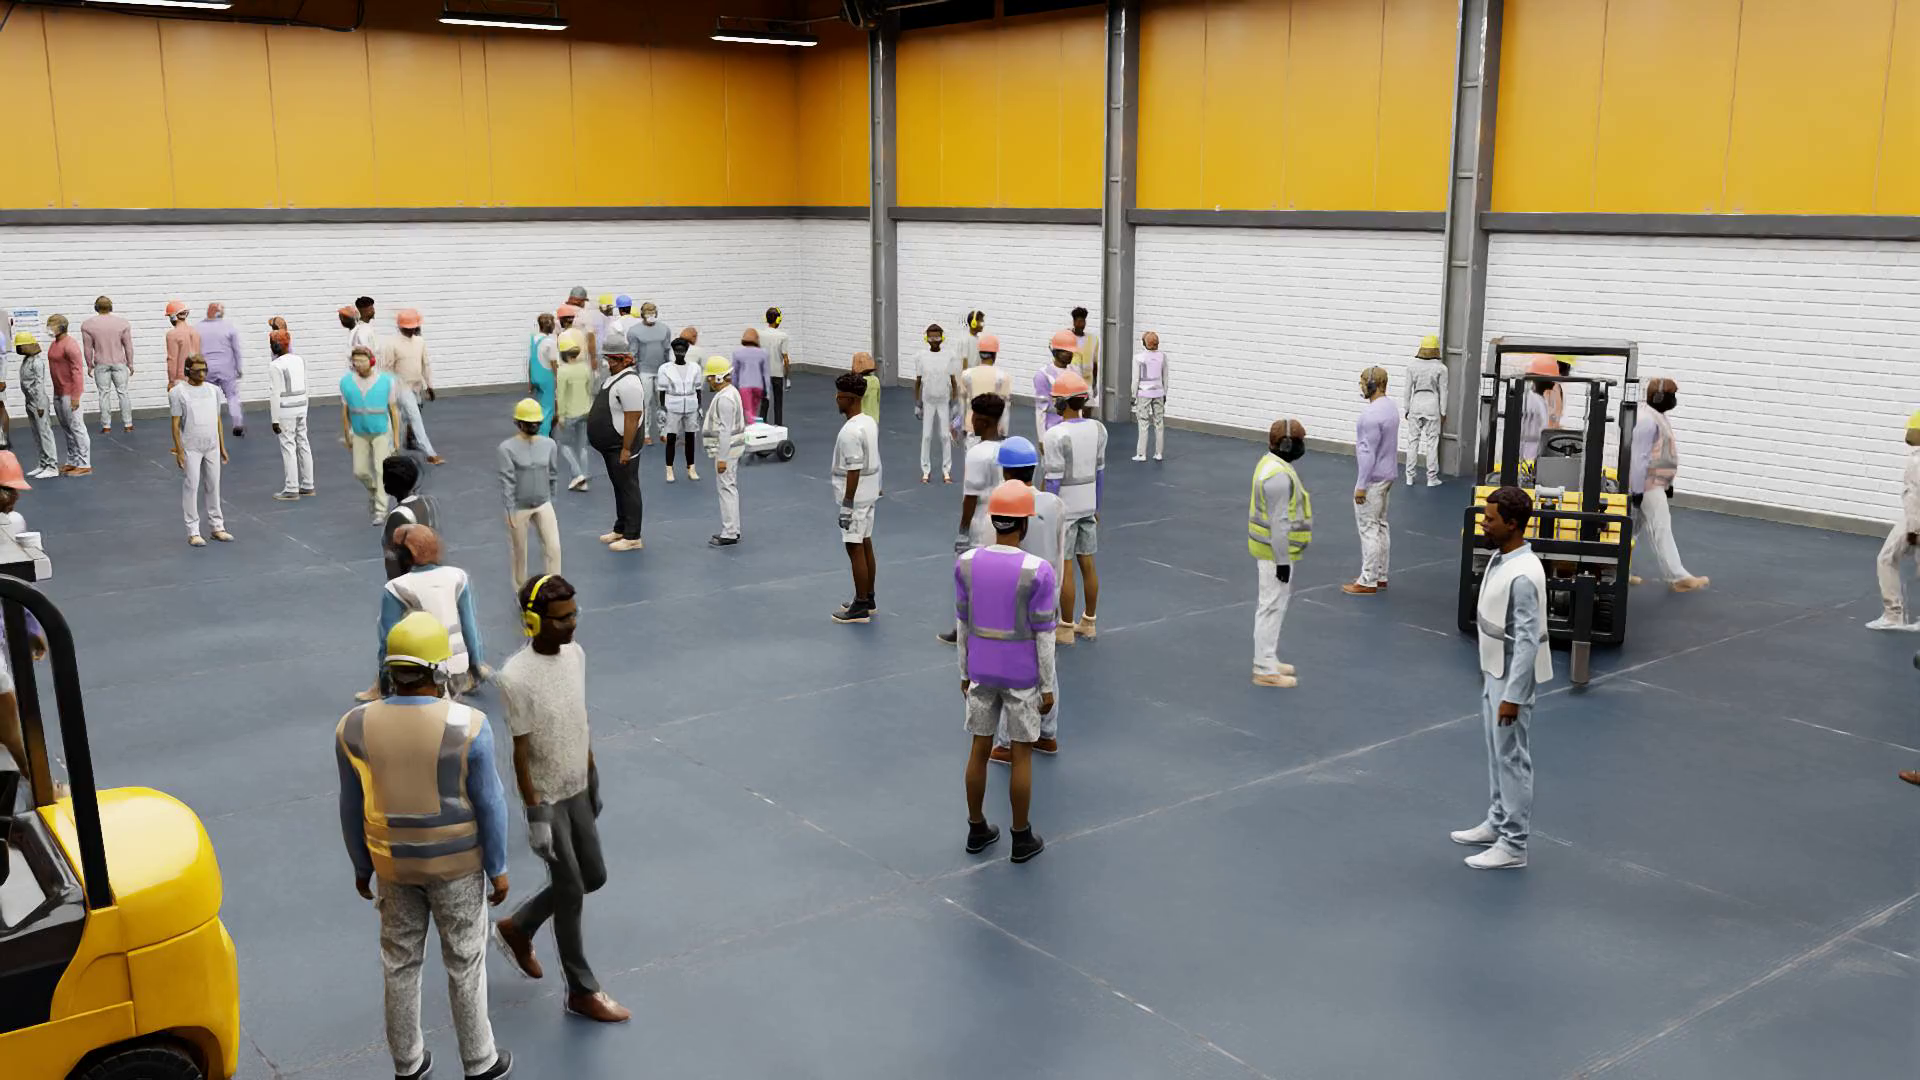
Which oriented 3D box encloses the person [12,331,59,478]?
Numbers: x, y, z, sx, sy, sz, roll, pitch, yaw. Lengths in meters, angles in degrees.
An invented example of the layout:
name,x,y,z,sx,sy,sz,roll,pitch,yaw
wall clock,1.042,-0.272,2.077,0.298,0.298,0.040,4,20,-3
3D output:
name,x,y,z,sx,sy,sz,roll,pitch,yaw
person,-10.992,-1.606,19.735,0.484,1.737,0.322,11,16,42

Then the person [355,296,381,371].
name,x,y,z,sx,sy,sz,roll,pitch,yaw
person,-8.118,-2.361,22.814,0.366,1.967,0.603,-2,12,-9

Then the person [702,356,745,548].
name,x,y,z,sx,sy,sz,roll,pitch,yaw
person,-2.249,-0.840,15.846,0.403,1.817,0.601,-1,12,-5

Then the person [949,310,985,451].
name,x,y,z,sx,sy,sz,roll,pitch,yaw
person,0.091,-2.073,21.723,0.526,1.851,0.531,5,13,22

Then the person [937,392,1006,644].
name,x,y,z,sx,sy,sz,roll,pitch,yaw
person,0.258,-0.108,12.040,0.942,1.938,0.613,6,13,26

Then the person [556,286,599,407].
name,x,y,z,sx,sy,sz,roll,pitch,yaw
person,-5.564,-2.730,24.421,0.693,2.000,0.535,8,14,35

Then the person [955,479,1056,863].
name,x,y,z,sx,sy,sz,roll,pitch,yaw
person,0.238,0.656,8.346,0.544,1.930,0.389,6,13,28

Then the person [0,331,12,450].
name,x,y,z,sx,sy,sz,roll,pitch,yaw
person,-12.778,-2.145,21.844,0.543,1.939,0.356,2,12,7

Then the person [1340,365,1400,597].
name,x,y,z,sx,sy,sz,roll,pitch,yaw
person,3.456,-0.494,13.909,0.383,1.929,0.634,7,13,29

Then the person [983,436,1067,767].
name,x,y,z,sx,sy,sz,roll,pitch,yaw
person,0.360,0.358,9.757,0.611,1.938,0.416,-10,15,-40

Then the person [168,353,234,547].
name,x,y,z,sx,sy,sz,roll,pitch,yaw
person,-7.259,-0.869,15.913,0.346,1.844,0.507,8,14,35

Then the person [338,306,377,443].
name,x,y,z,sx,sy,sz,roll,pitch,yaw
person,-8.156,-2.220,22.411,0.795,1.846,0.595,-7,14,-32

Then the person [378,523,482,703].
name,x,y,z,sx,sy,sz,roll,pitch,yaw
person,-2.823,0.702,8.942,0.875,1.587,0.523,9,15,37

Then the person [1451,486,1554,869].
name,x,y,z,sx,sy,sz,roll,pitch,yaw
person,2.720,0.681,8.243,0.394,1.919,0.590,2,12,8

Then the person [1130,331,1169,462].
name,x,y,z,sx,sy,sz,roll,pitch,yaw
person,2.383,-1.796,20.883,0.514,1.641,0.309,-5,13,-21

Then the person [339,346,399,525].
name,x,y,z,sx,sy,sz,roll,pitch,yaw
person,-5.989,-1.081,16.981,0.579,1.831,0.526,0,12,-2

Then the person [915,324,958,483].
name,x,y,z,sx,sy,sz,roll,pitch,yaw
person,-0.275,-1.582,19.320,0.505,1.864,0.331,0,12,0

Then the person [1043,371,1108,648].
name,x,y,z,sx,sy,sz,roll,pitch,yaw
person,0.808,-0.224,12.309,0.605,2.045,0.380,-11,16,-41

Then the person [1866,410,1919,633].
name,x,y,z,sx,sy,sz,roll,pitch,yaw
person,7.263,-0.135,12.674,0.494,1.725,0.583,-7,14,-31

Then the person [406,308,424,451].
name,x,y,z,sx,sy,sz,roll,pitch,yaw
person,-7.164,-2.117,21.844,0.485,1.885,0.706,0,12,-2

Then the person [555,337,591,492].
name,x,y,z,sx,sy,sz,roll,pitch,yaw
person,-4.351,-1.409,18.734,0.376,1.743,0.530,8,14,33

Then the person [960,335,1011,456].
name,x,y,z,sx,sy,sz,roll,pitch,yaw
person,0.278,-1.196,17.383,0.549,1.883,0.985,2,12,10

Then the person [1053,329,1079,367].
name,x,y,z,sx,sy,sz,roll,pitch,yaw
person,1.320,-1.759,20.564,0.319,1.698,0.532,-4,12,-20

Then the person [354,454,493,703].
name,x,y,z,sx,sy,sz,roll,pitch,yaw
person,-3.553,0.251,10.938,0.839,1.662,0.530,1,12,3

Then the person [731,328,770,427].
name,x,y,z,sx,sy,sz,roll,pitch,yaw
person,-2.744,-1.996,21.961,0.497,1.602,0.751,-5,13,-24

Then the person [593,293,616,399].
name,x,y,z,sx,sy,sz,roll,pitch,yaw
person,-5.510,-2.922,25.888,0.416,1.818,0.605,1,12,4

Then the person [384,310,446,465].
name,x,y,z,sx,sy,sz,roll,pitch,yaw
person,-6.878,-1.894,20.691,1.010,1.927,0.627,5,13,24

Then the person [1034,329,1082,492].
name,x,y,z,sx,sy,sz,roll,pitch,yaw
person,1.002,-1.060,16.391,0.611,2.032,0.411,-11,16,-42

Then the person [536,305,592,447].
name,x,y,z,sx,sy,sz,roll,pitch,yaw
person,-5.262,-2.190,22.208,1.038,1.873,0.550,7,14,31

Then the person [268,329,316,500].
name,x,y,z,sx,sy,sz,roll,pitch,yaw
person,-7.367,-1.374,18.271,0.360,1.880,0.575,3,12,15

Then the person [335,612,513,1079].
name,x,y,z,sx,sy,sz,roll,pitch,yaw
person,-1.948,1.165,6.123,0.600,1.827,0.404,1,12,3

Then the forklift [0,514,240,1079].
name,x,y,z,sx,sy,sz,roll,pitch,yaw
forklift,-3.687,1.115,5.480,2.313,2.155,1.214,-9,15,-36

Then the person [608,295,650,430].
name,x,y,z,sx,sy,sz,roll,pitch,yaw
person,-4.694,-2.496,23.554,0.614,1.940,0.423,-8,14,-34

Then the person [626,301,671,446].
name,x,y,z,sx,sy,sz,roll,pitch,yaw
person,-4.134,-2.226,22.264,0.639,1.928,0.369,-8,14,-33

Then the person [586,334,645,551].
name,x,y,z,sx,sy,sz,roll,pitch,yaw
person,-3.249,-0.928,15.716,0.538,2.000,0.683,-5,13,-23

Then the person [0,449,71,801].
name,x,y,z,sx,sy,sz,roll,pitch,yaw
person,-5.189,0.503,8.922,1.021,1.980,0.613,0,12,2

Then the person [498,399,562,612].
name,x,y,z,sx,sy,sz,roll,pitch,yaw
person,-3.347,-0.239,13.123,0.529,1.737,0.767,-9,15,-36

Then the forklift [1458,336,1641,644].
name,x,y,z,sx,sy,sz,roll,pitch,yaw
forklift,4.683,-0.471,13.136,1.214,2.155,2.313,4,12,20

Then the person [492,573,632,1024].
name,x,y,z,sx,sy,sz,roll,pitch,yaw
person,-1.644,1.031,6.732,0.666,1.848,0.536,5,13,23

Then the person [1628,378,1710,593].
name,x,y,z,sx,sy,sz,roll,pitch,yaw
person,5.941,-0.465,14.064,0.851,1.796,0.637,6,13,27

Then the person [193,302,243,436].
name,x,y,z,sx,sy,sz,roll,pitch,yaw
person,-10.317,-2.359,23.117,0.668,1.880,0.627,-3,12,-14

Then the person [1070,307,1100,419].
name,x,y,z,sx,sy,sz,roll,pitch,yaw
person,1.507,-2.007,21.240,0.613,1.914,0.939,-3,12,-12

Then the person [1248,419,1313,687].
name,x,y,z,sx,sy,sz,roll,pitch,yaw
person,2.181,0.086,11.343,0.430,1.833,0.629,2,12,10

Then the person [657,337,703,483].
name,x,y,z,sx,sy,sz,roll,pitch,yaw
person,-3.250,-1.517,19.391,0.539,1.698,0.318,-6,13,-25

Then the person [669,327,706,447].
name,x,y,z,sx,sy,sz,roll,pitch,yaw
person,-3.677,-2.056,22.287,0.548,1.569,0.834,-5,13,-21

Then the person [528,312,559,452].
name,x,y,z,sx,sy,sz,roll,pitch,yaw
person,-5.334,-2.035,21.578,0.555,1.824,0.528,10,15,40

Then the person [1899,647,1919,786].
name,x,y,z,sx,sy,sz,roll,pitch,yaw
person,5.527,0.562,8.919,0.636,1.877,0.919,-5,13,-23

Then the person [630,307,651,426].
name,x,y,z,sx,sy,sz,roll,pitch,yaw
person,-4.693,-2.494,24.022,0.322,1.736,0.485,6,13,25

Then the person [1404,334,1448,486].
name,x,y,z,sx,sy,sz,roll,pitch,yaw
person,5.371,-1.495,19.179,0.494,1.743,0.306,7,13,29

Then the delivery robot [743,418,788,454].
name,x,y,z,sx,sy,sz,roll,pitch,yaw
delivery robot,-2.505,-1.289,20.842,0.477,0.478,0.707,10,16,41

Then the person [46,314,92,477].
name,x,y,z,sx,sy,sz,roll,pitch,yaw
person,-10.639,-1.724,19.808,0.635,1.939,0.361,10,15,40

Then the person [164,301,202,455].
name,x,y,z,sx,sy,sz,roll,pitch,yaw
person,-10.042,-2.100,21.528,0.410,1.981,0.628,2,12,11

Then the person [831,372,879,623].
name,x,y,z,sx,sy,sz,roll,pitch,yaw
person,-0.824,-0.334,13.027,0.361,1.964,0.615,2,12,11

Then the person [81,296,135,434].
name,x,y,z,sx,sy,sz,roll,pitch,yaw
person,-11.917,-2.450,23.314,0.630,1.940,0.370,-6,13,-27

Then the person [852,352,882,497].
name,x,y,z,sx,sy,sz,roll,pitch,yaw
person,-1.035,-1.247,18.266,0.272,1.627,0.502,6,13,26

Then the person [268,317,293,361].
name,x,y,z,sx,sy,sz,roll,pitch,yaw
person,-9.540,-2.331,23.475,0.314,1.636,0.514,-2,12,-10

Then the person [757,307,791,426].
name,x,y,z,sx,sy,sz,roll,pitch,yaw
person,-2.499,-2.177,22.211,0.526,1.857,0.343,4,12,18
